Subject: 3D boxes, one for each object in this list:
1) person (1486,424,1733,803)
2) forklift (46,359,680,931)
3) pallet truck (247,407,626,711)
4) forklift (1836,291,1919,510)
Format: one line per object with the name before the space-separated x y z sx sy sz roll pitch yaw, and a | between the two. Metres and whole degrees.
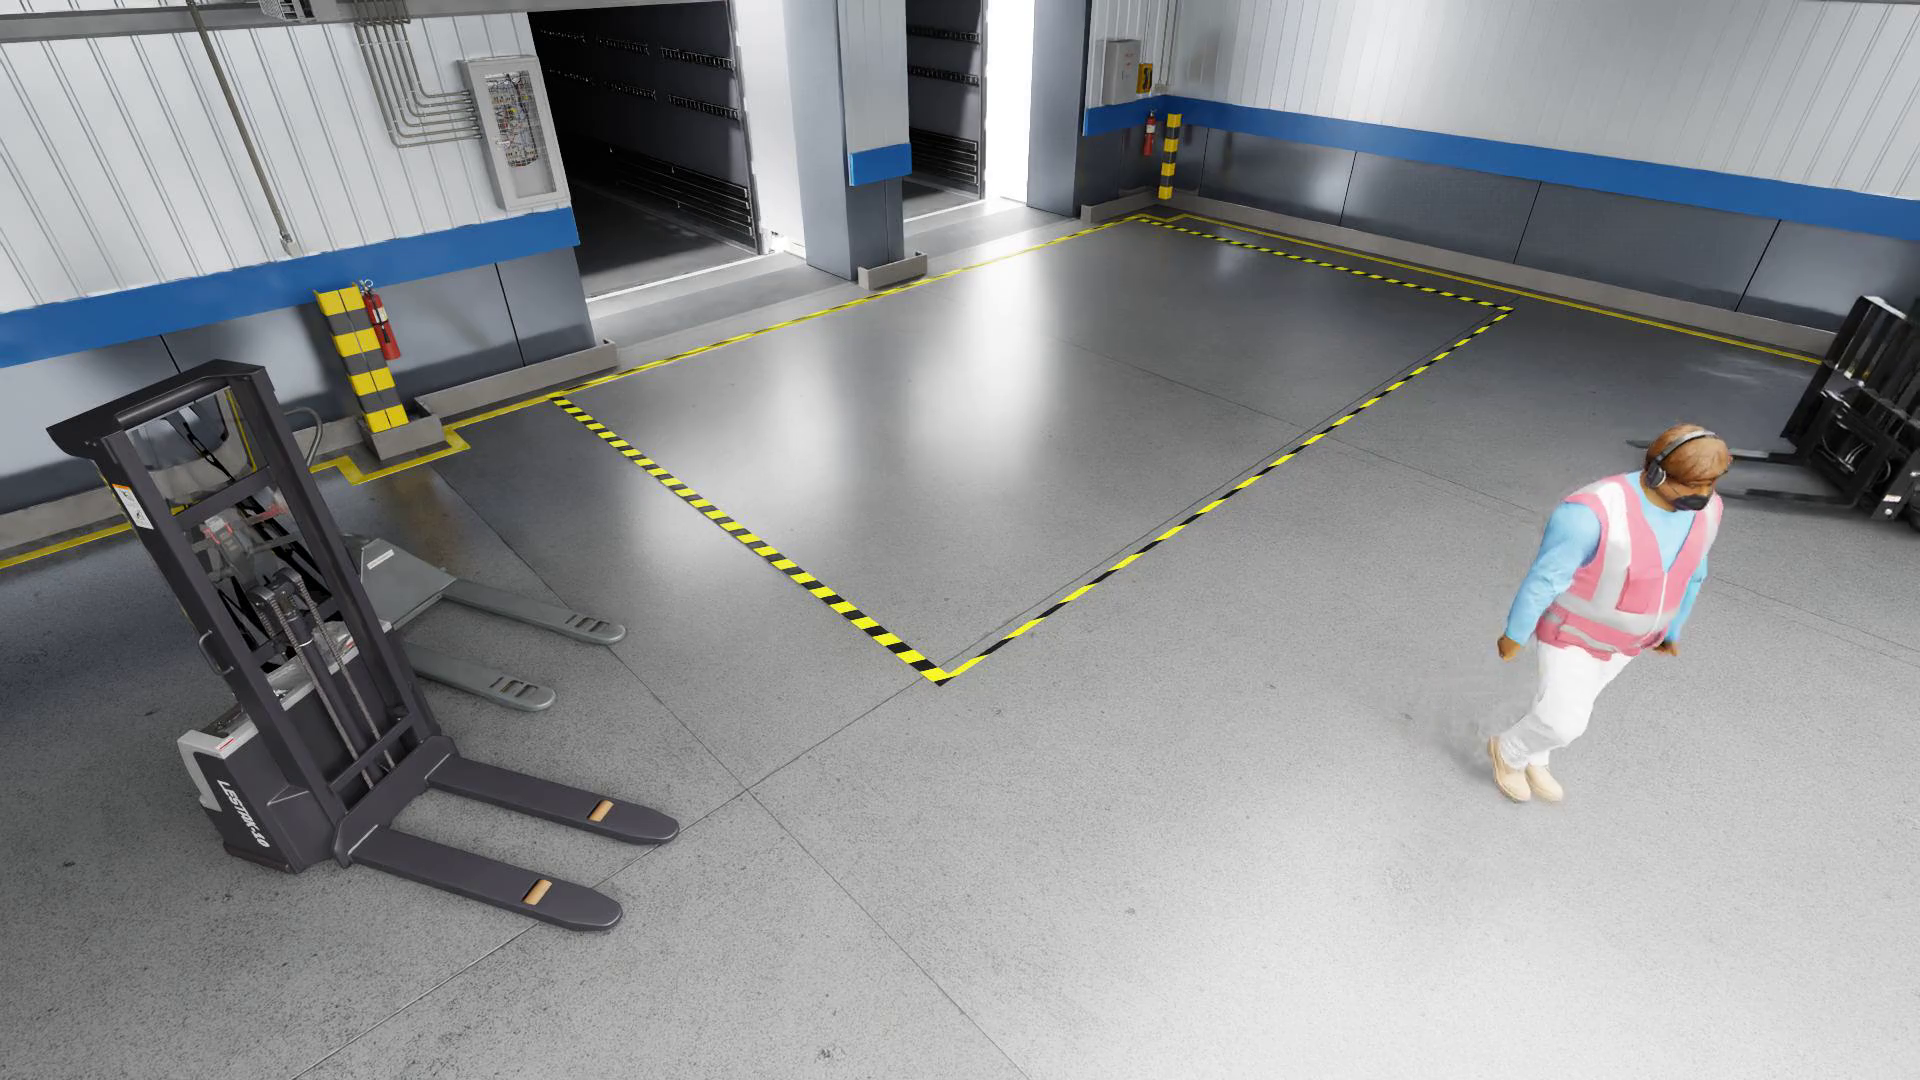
person | 2.498 0.362 3.596 0.706 1.825 0.445 -7 35 -10
forklift | -2.135 0.422 3.354 1.885 1.965 0.823 10 35 14
pallet truck | -2.628 0.038 4.590 1.601 1.201 0.680 12 36 18
forklift | 6.997 -1.086 5.256 2.680 2.036 1.157 7 35 10
